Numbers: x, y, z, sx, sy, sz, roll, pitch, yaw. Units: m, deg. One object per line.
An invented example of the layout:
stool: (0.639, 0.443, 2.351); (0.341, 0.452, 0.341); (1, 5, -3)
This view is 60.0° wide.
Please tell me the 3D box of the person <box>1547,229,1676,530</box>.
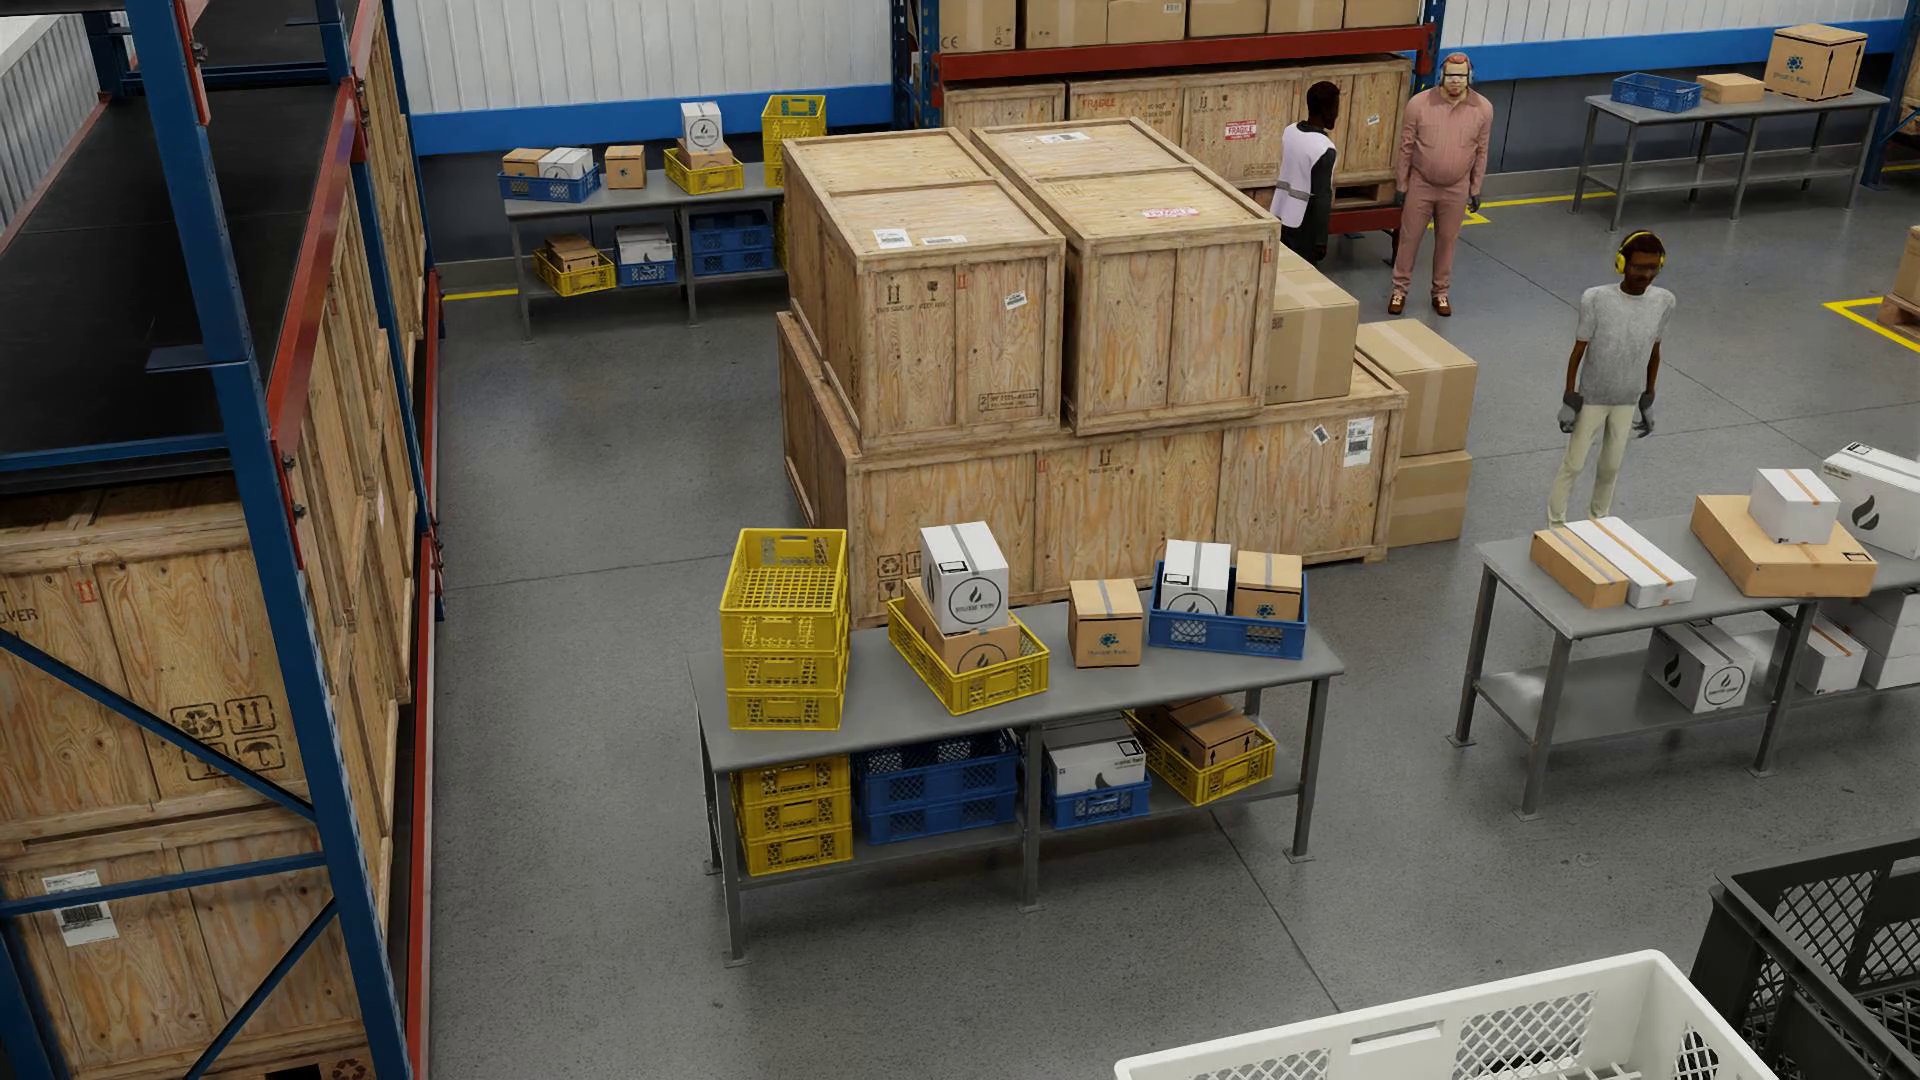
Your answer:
person: (3.419, -0.725, 8.758); (0.508, 1.874, 0.329); (-1, 29, -2)

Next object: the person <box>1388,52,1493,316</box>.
person: (3.472, -2.561, 12.053); (0.639, 1.911, 0.406); (4, 29, 7)

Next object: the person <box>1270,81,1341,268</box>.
person: (2.319, -2.153, 11.316); (0.386, 1.910, 0.591); (-9, 30, -15)
